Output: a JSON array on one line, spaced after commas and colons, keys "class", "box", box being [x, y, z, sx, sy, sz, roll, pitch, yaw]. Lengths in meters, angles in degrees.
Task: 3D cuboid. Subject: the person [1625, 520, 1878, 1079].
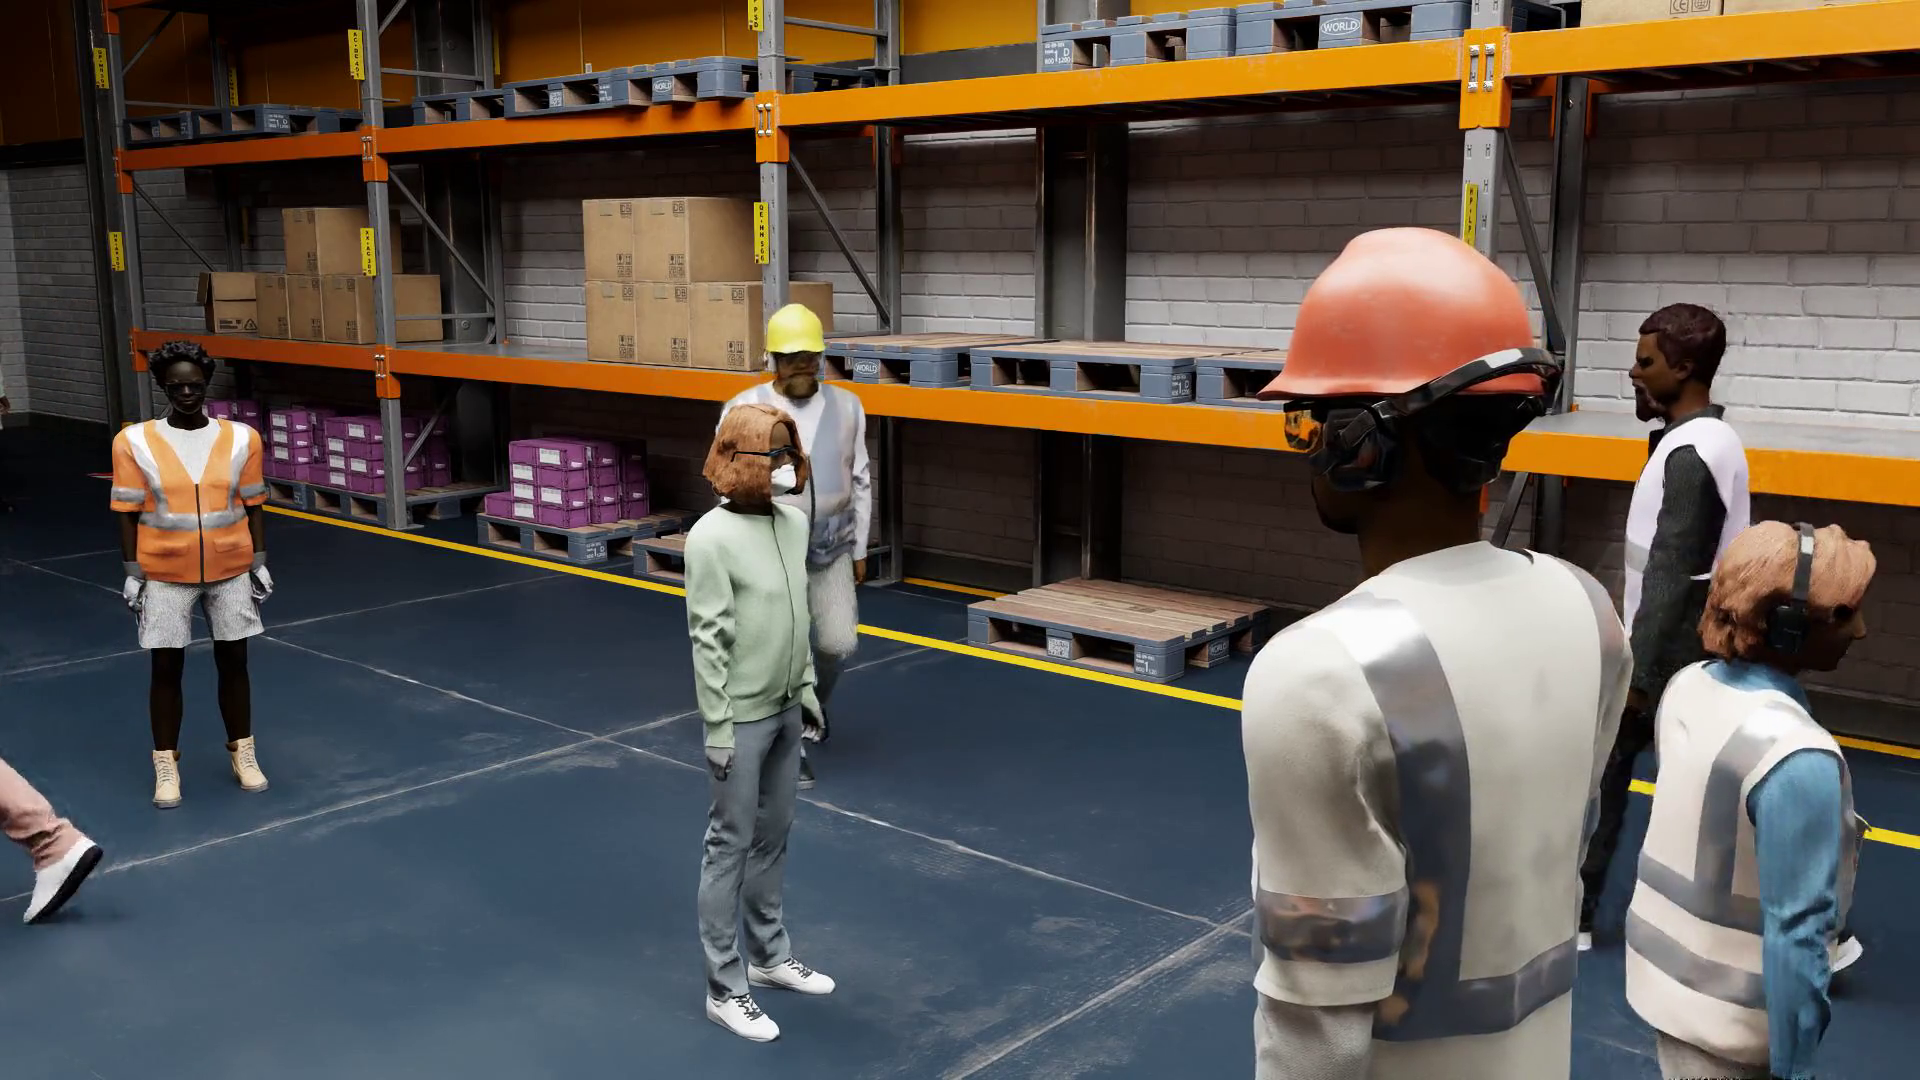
[{"class": "person", "box": [1.160, 0.760, 2.694, 0.699, 1.617, 0.525, 1, 10, 5]}]

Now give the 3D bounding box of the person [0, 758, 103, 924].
[{"class": "person", "box": [-3.069, 0.264, 4.784, 0.929, 1.876, 0.641, -1, 10, -3]}]

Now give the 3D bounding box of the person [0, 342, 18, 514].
[{"class": "person", "box": [-7.426, -1.130, 12.510, 0.357, 1.938, 0.542, 5, 11, 26]}]

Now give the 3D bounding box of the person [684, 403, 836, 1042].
[{"class": "person", "box": [-0.521, 0.457, 4.337, 0.286, 1.633, 0.499, 5, 11, 24]}]

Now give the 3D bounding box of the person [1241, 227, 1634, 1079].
[{"class": "person", "box": [0.482, 0.678, 1.914, 0.615, 2.041, 0.392, -9, 14, -43]}]

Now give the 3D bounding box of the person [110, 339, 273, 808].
[{"class": "person", "box": [-2.792, 0.118, 6.086, 0.530, 1.697, 0.321, -7, 12, -33]}]

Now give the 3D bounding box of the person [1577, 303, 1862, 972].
[{"class": "person", "box": [2.015, 0.298, 4.554, 0.952, 1.885, 0.598, 4, 11, 19]}]

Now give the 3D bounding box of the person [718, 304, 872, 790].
[{"class": "person", "box": [-0.625, 0.014, 6.331, 0.594, 1.822, 0.508, -4, 11, -21]}]
